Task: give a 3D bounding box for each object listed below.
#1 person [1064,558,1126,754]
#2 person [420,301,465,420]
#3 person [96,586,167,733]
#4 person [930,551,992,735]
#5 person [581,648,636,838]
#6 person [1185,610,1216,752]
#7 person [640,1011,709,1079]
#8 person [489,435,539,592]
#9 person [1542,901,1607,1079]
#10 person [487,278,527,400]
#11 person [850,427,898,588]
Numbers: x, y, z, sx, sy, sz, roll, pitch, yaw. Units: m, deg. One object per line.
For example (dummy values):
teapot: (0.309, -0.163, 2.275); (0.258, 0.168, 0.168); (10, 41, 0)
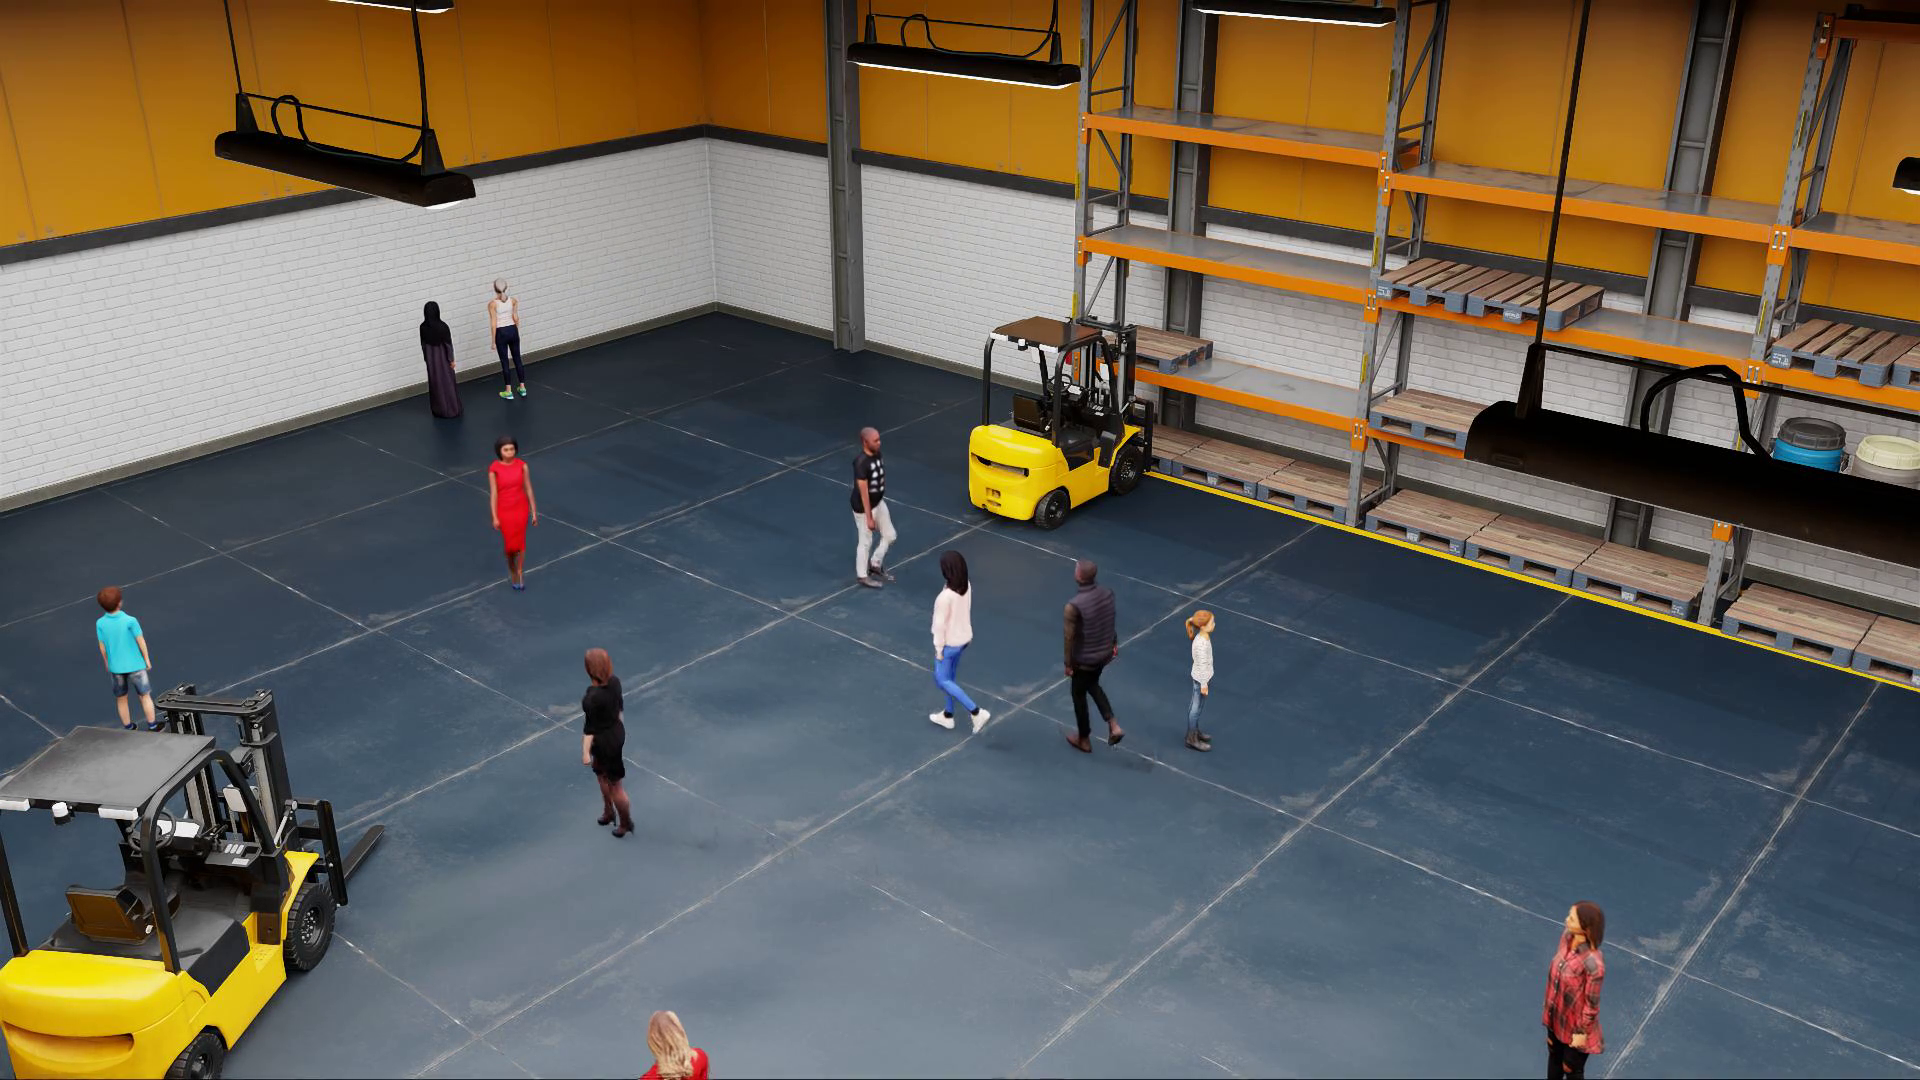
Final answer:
person: (1.184, 1.035, 14.346); (0.818, 1.822, 0.888); (-19, 30, -37)
person: (-7.090, -2.466, 22.614); (0.654, 1.615, 0.756); (6, 24, 14)
person: (-7.380, 1.080, 14.709); (0.589, 1.449, 0.640); (-3, 24, -7)
person: (0.006, 0.936, 14.658); (0.940, 1.753, 0.698); (15, 28, 31)
person: (-2.703, 1.633, 13.137); (0.730, 1.694, 0.697); (7, 25, 15)
person: (2.103, 1.212, 14.573); (0.621, 1.315, 0.568); (3, 24, 7)
person: (-1.554, 3.341, 9.222); (0.691, 1.699, 0.745); (-17, 29, -34)
person: (-4.732, -0.300, 17.511); (0.692, 1.731, 0.715); (-14, 27, -28)
person: (3.748, 2.916, 10.195); (0.758, 1.699, 0.693); (-3, 24, -6)
person: (-6.368, -2.841, 23.364); (0.627, 1.701, 0.563); (-20, 31, -38)
person: (-1.033, -0.345, 17.540); (0.718, 1.791, 0.716); (12, 26, 26)
